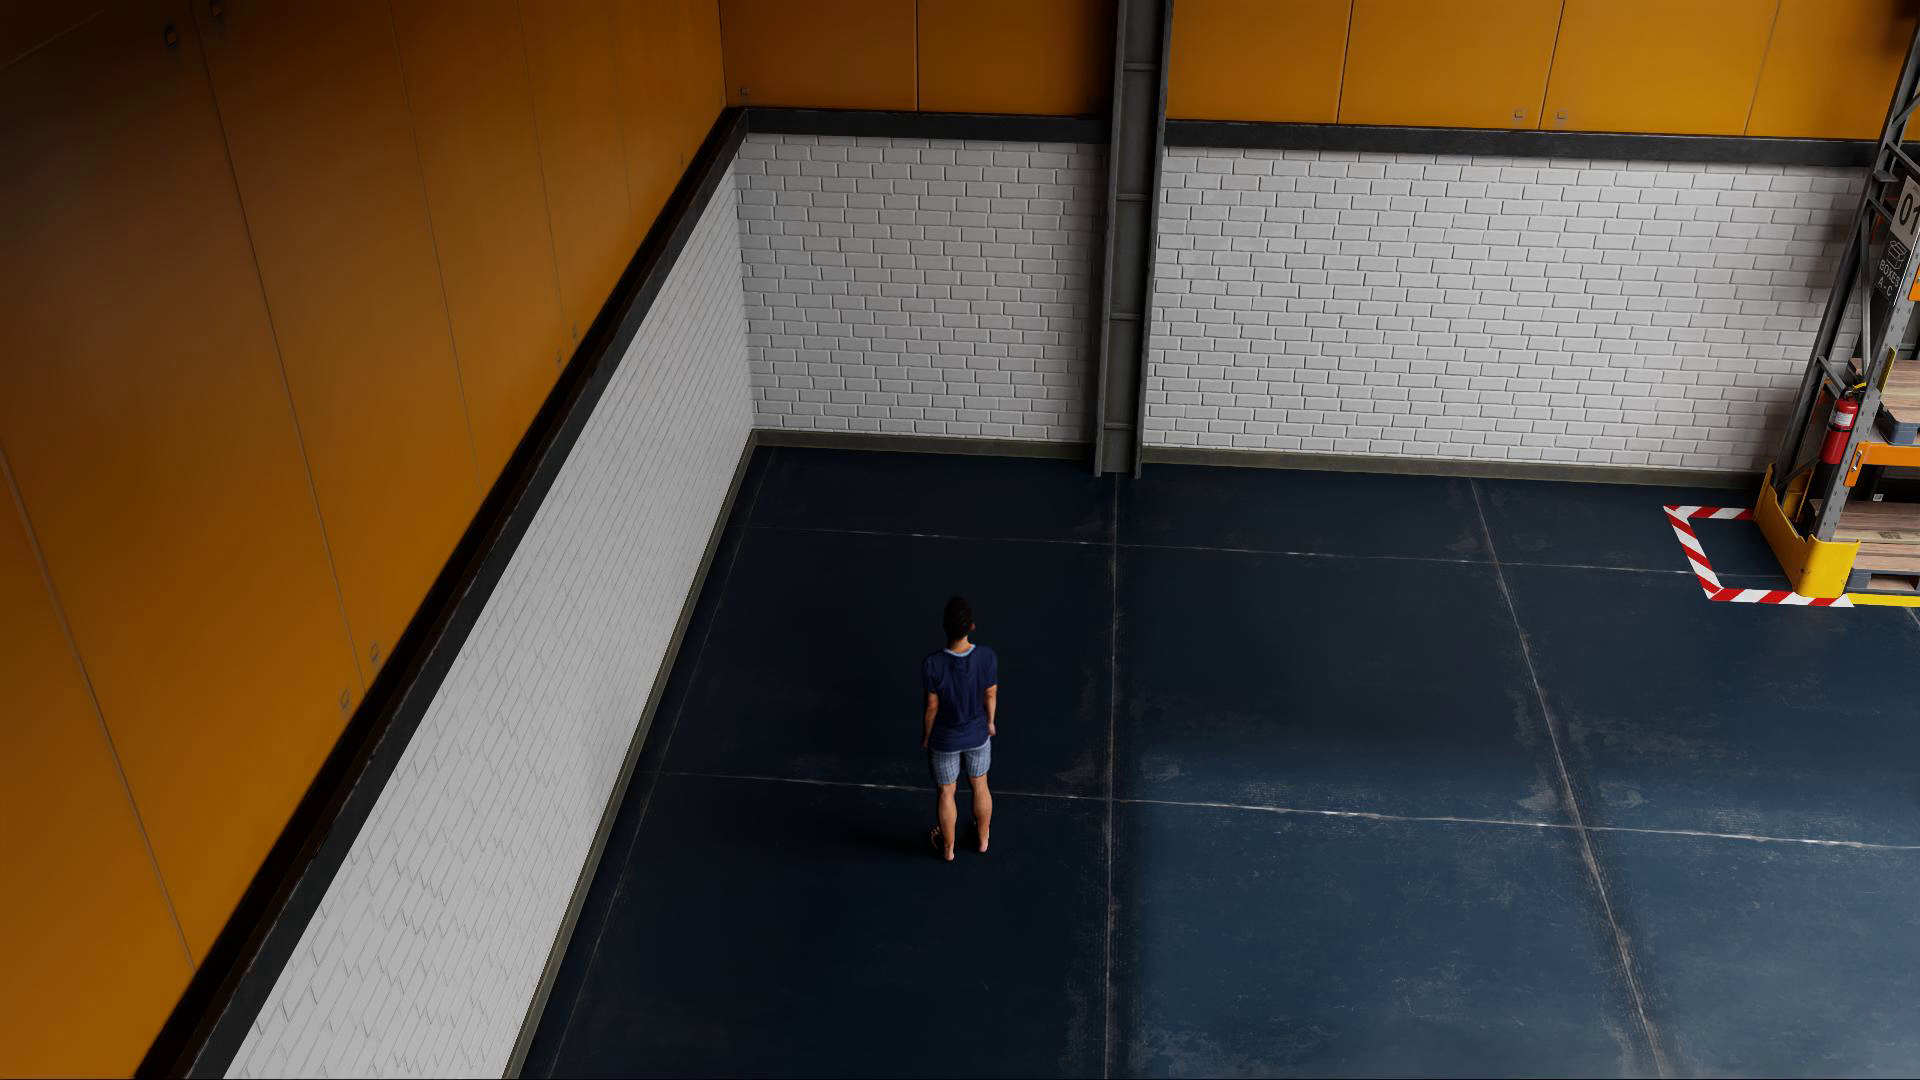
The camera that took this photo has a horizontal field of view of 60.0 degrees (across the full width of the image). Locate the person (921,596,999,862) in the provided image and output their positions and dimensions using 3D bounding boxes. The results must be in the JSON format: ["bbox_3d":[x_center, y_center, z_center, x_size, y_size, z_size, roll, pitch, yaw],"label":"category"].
[{"bbox_3d":[-0.005,1.150,9.970,0.600,1.846,0.748,-9,35,-13],"label":"person"}]
